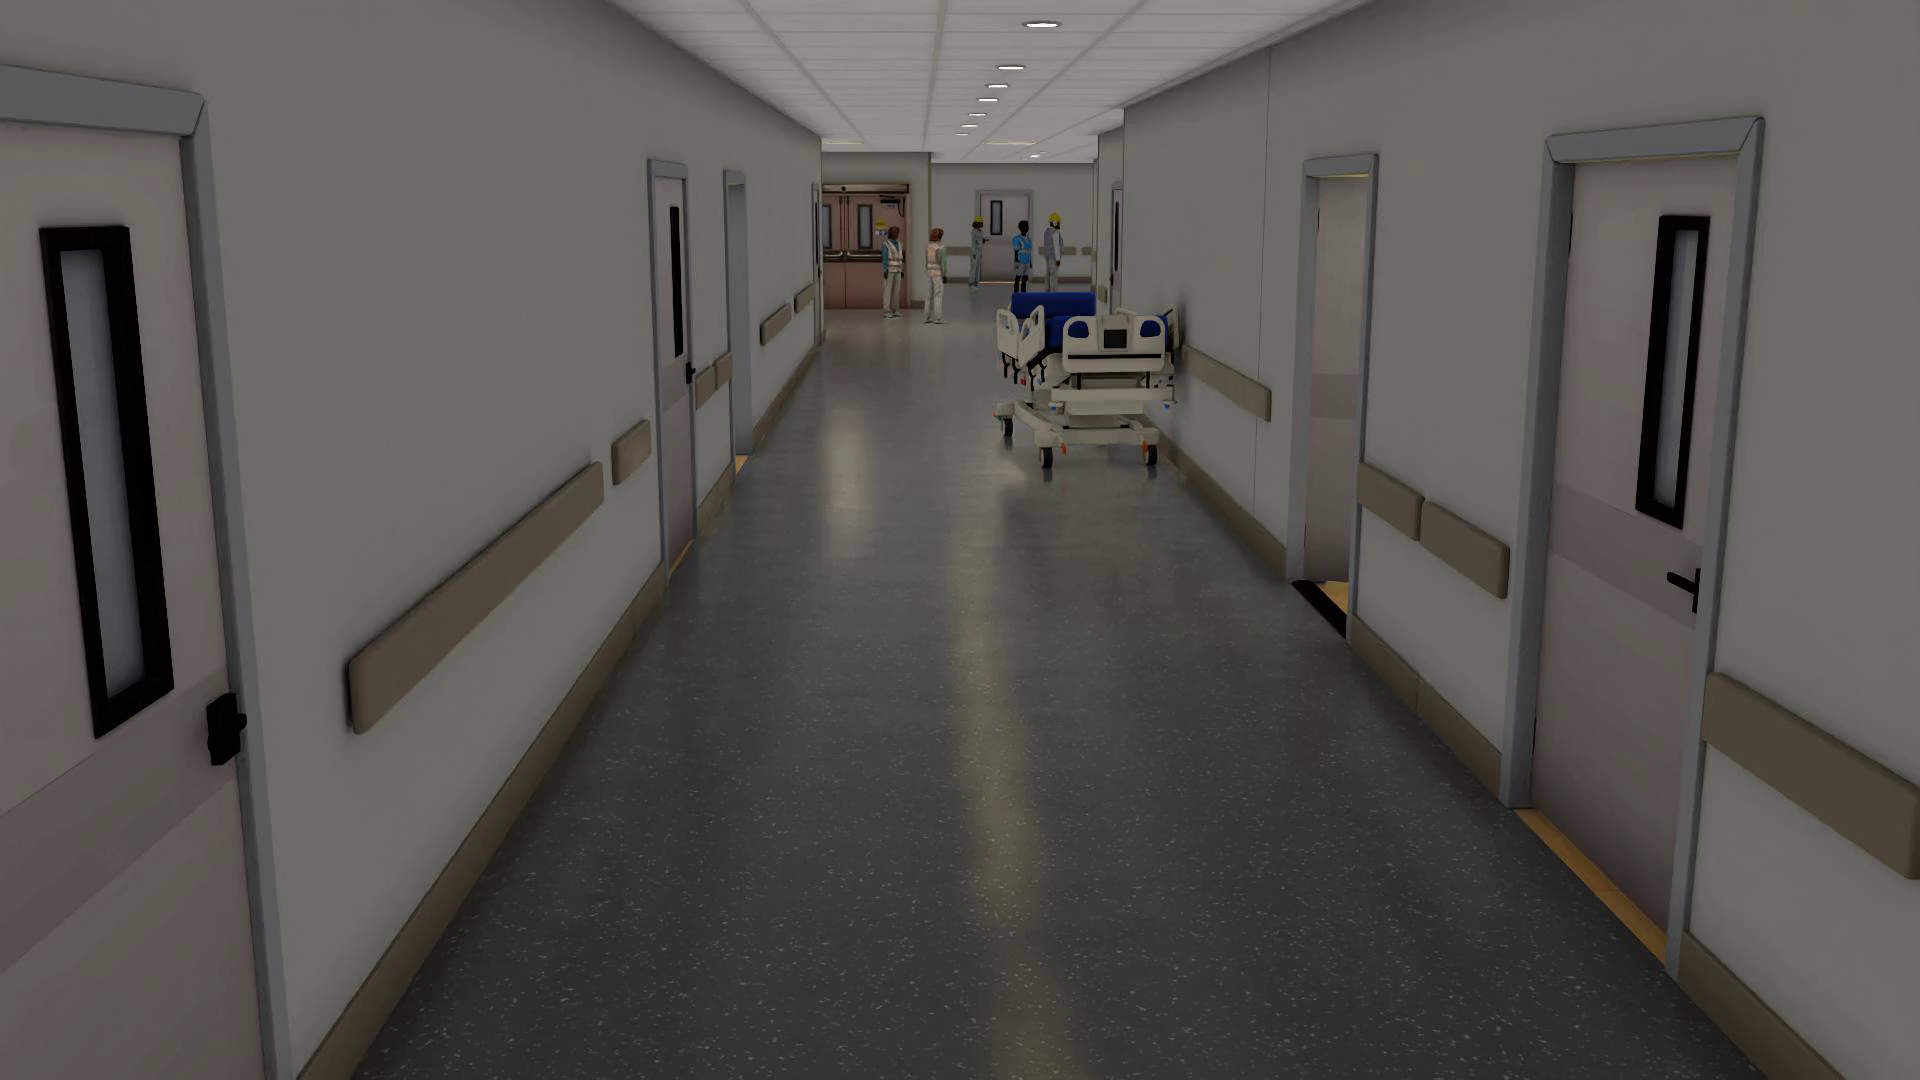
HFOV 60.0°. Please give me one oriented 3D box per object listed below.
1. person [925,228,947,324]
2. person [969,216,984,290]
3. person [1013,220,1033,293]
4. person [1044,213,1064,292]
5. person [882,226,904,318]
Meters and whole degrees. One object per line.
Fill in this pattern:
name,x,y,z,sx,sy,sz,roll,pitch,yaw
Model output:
person,-0.420,-4.531,28.587,0.318,1.630,0.514,-11,16,-42
person,0.414,-6.795,39.359,0.339,1.735,0.482,4,12,19
person,1.286,-5.668,33.954,0.319,1.697,0.532,10,15,39
person,1.961,-5.905,34.776,0.404,1.835,0.590,-4,12,-19
person,-1.209,-4.842,30.076,0.307,1.637,0.525,9,15,38
